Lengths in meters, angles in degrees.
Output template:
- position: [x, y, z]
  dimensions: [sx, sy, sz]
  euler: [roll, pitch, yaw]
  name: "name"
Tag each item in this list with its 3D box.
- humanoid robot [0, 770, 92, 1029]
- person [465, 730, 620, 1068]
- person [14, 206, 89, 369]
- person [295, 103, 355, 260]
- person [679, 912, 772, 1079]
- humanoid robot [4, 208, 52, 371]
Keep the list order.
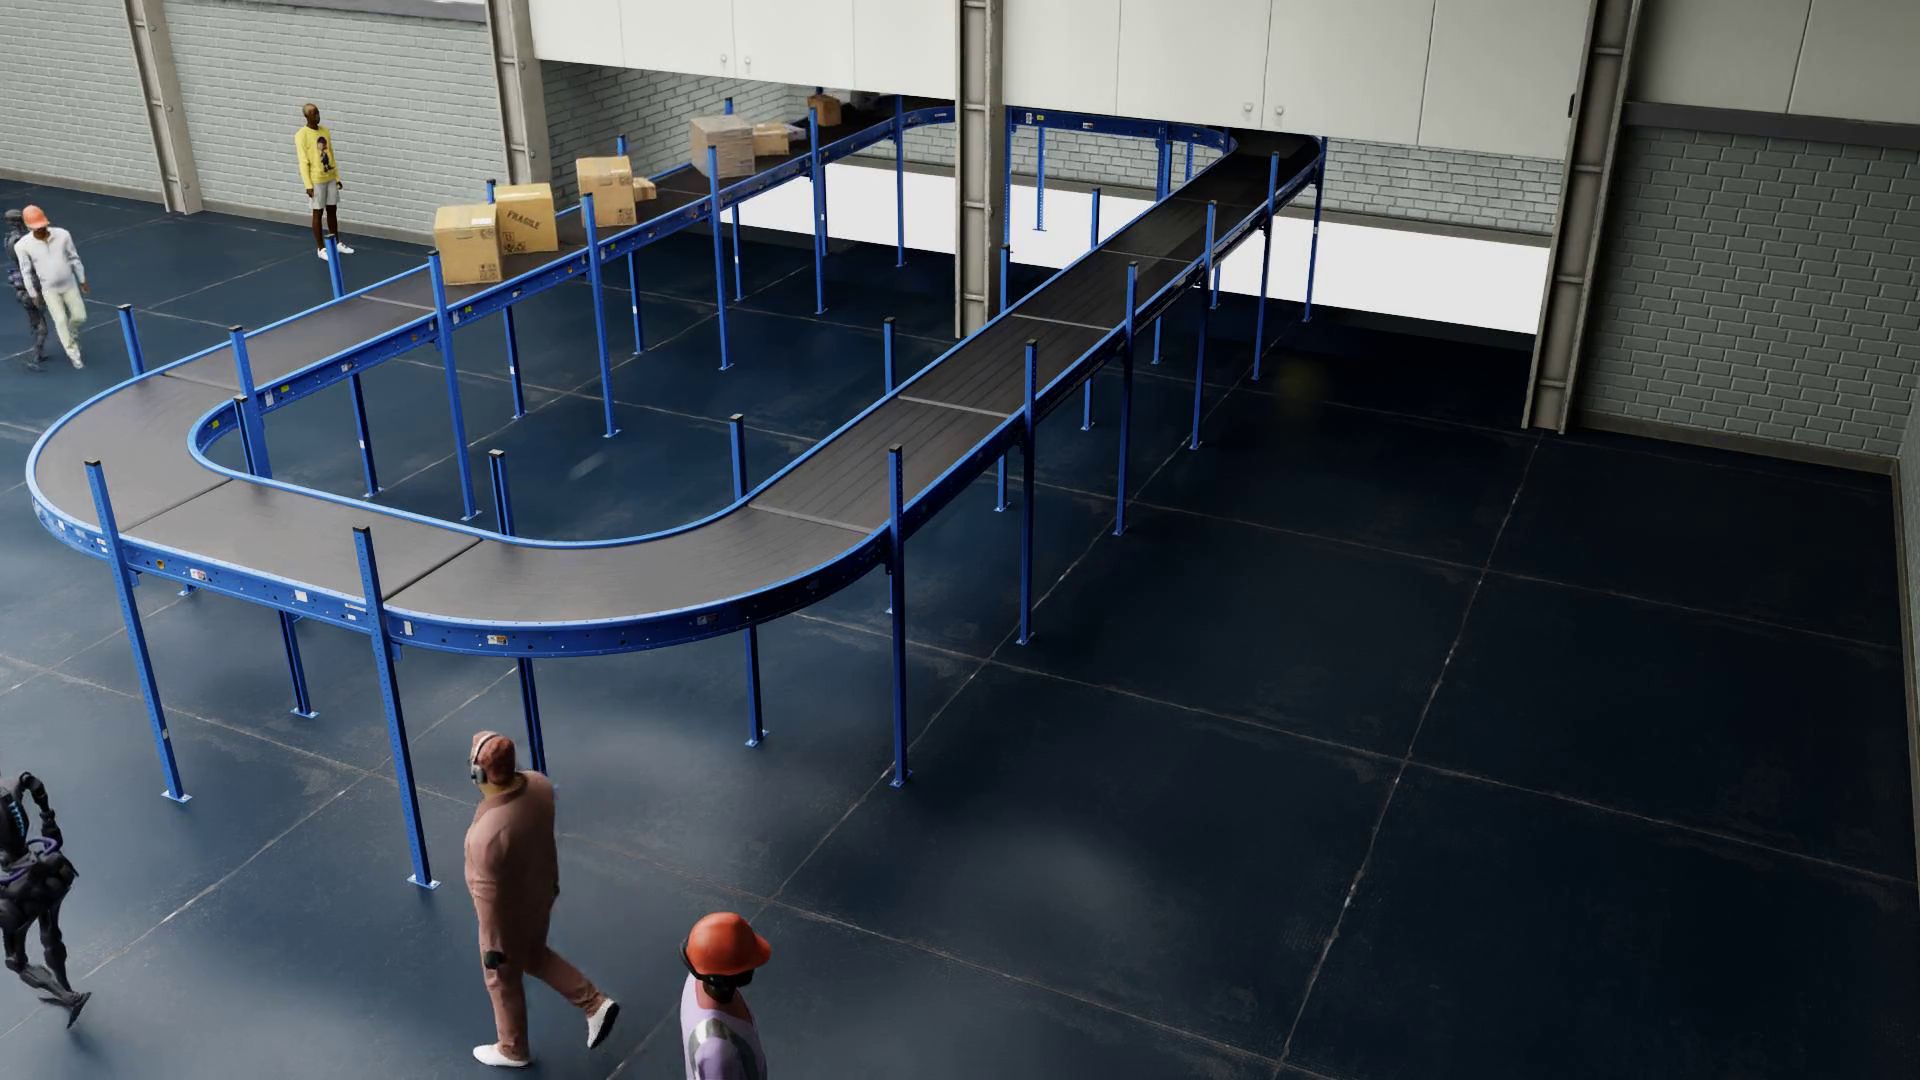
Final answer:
- position: [-4.670, 1.736, 8.397]
  dimensions: [0.499, 1.639, 0.587]
  euler: [9, 28, 17]
  name: "humanoid robot"
- position: [-2.095, 1.778, 8.085]
  dimensions: [0.652, 1.877, 0.649]
  euler: [5, 27, 10]
  name: "person"
- position: [-9.335, -2.637, 17.155]
  dimensions: [0.569, 1.727, 0.597]
  euler: [23, 35, 39]
  name: "person"
- position: [-7.909, -4.443, 20.598]
  dimensions: [0.377, 1.899, 0.544]
  euler: [12, 29, 23]
  name: "person"
- position: [-0.913, 2.343, 6.765]
  dimensions: [0.375, 2.043, 0.606]
  euler: [-7, 27, -13]
  name: "person"
- position: [-9.625, -2.601, 17.150]
  dimensions: [0.371, 1.654, 0.591]
  euler: [-22, 34, -37]
  name: "humanoid robot"
